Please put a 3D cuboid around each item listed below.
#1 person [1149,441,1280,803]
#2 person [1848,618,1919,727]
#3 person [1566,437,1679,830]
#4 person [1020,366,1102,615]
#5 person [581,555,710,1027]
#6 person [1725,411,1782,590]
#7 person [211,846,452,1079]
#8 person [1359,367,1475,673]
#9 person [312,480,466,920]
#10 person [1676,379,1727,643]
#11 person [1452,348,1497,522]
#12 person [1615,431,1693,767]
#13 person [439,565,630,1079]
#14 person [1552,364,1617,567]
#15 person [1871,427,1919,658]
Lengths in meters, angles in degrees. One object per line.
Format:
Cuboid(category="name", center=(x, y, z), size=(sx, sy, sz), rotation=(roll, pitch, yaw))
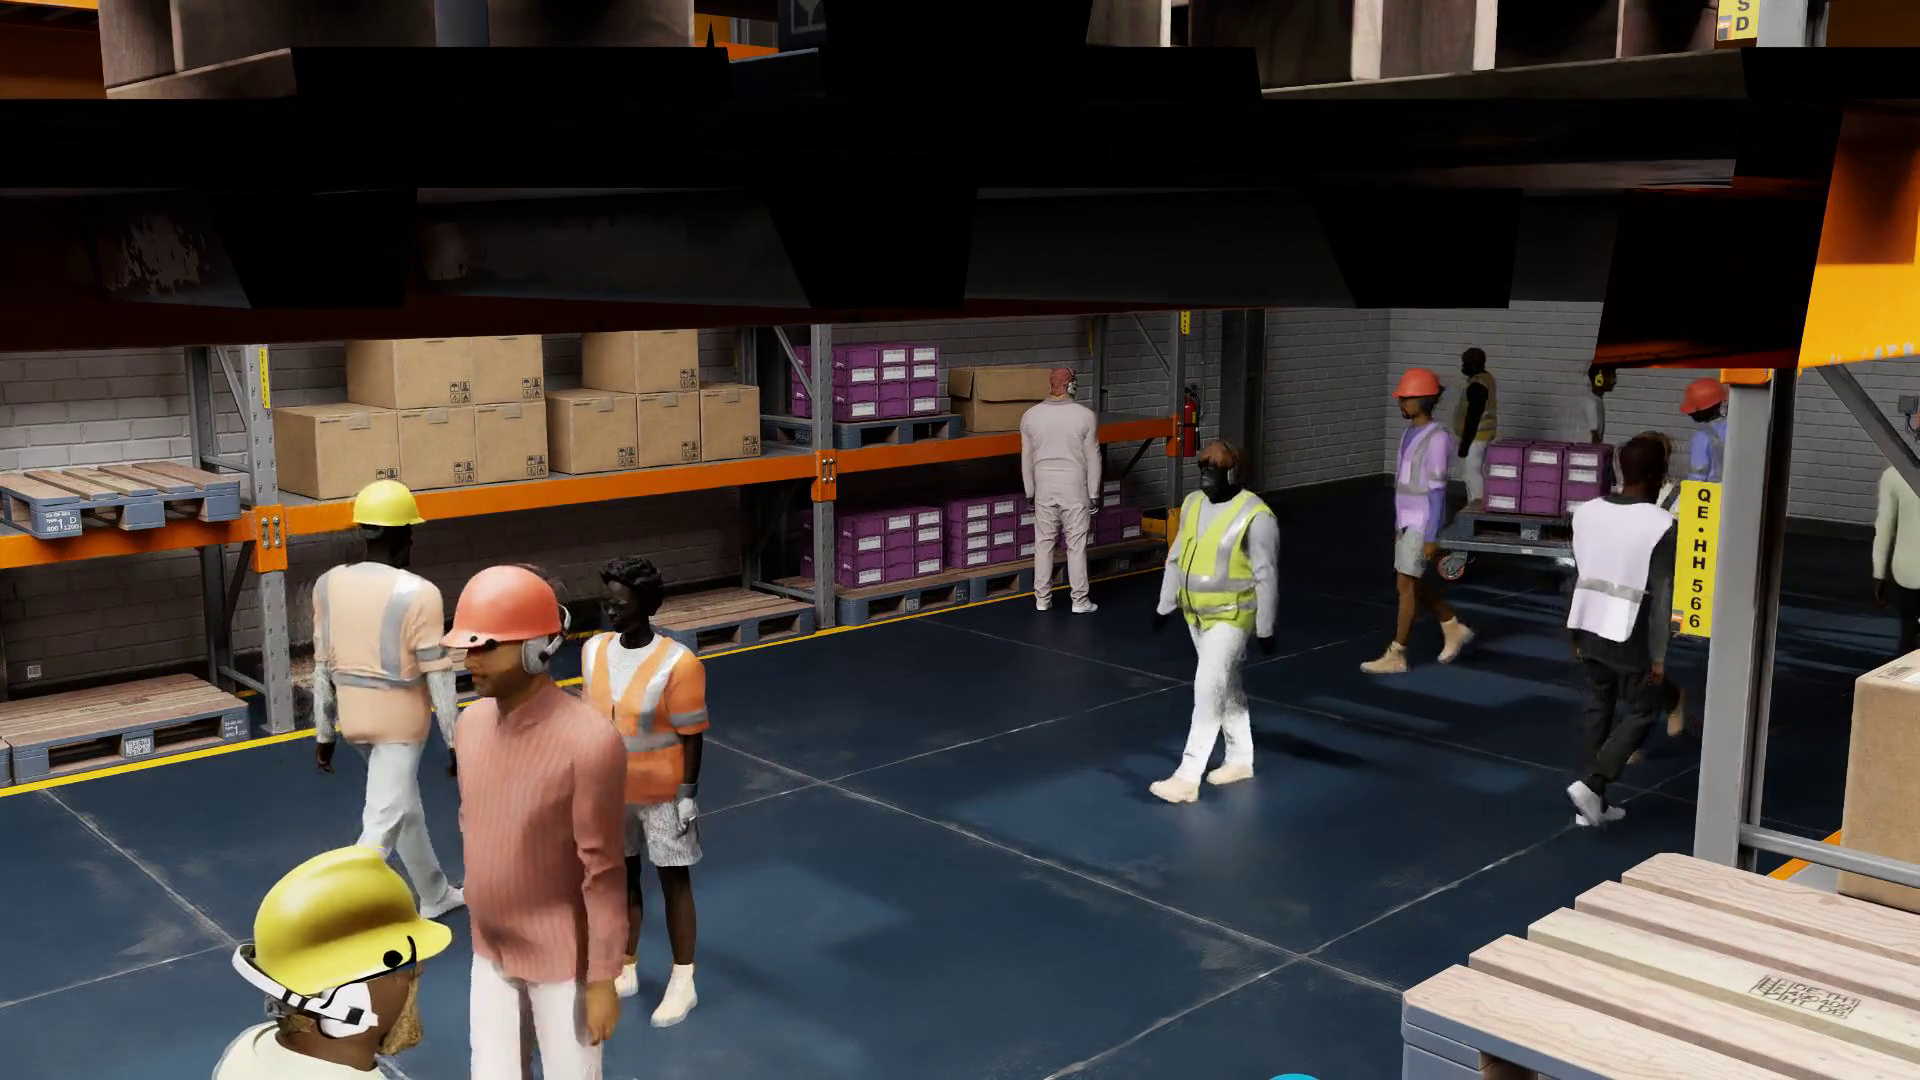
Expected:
Cuboid(category="person", center=(1.217, 0.409, 8.437), size=(0.885, 1.807, 0.633), rotation=(-5, 11, -28))
Cuboid(category="person", center=(5.462, 0.214, 9.097), size=(1.022, 1.964, 0.688), rotation=(1, 10, 7))
Cuboid(category="person", center=(3.088, 0.461, 7.865), size=(0.492, 1.897, 0.602), rotation=(-6, 11, -30))
Cuboid(category="person", center=(0.791, -0.374, 12.747), size=(0.639, 1.902, 0.406), rotation=(4, 11, 23))
Cuboid(category="person", center=(-1.135, 0.887, 5.946), size=(0.536, 1.696, 0.322), rotation=(5, 11, 27))
Cuboid(category="person", center=(6.514, -0.570, 13.880), size=(0.548, 1.909, 0.821), rotation=(-6, 11, -31))
Cuboid(category="person", center=(-0.960, 1.380, 2.667), size=(0.404, 1.834, 0.592), rotation=(-8, 13, -39))
Cuboid(category="person", center=(3.050, -0.118, 10.926), size=(0.711, 2.046, 0.631), rotation=(-1, 10, -4))
Cuboid(category="person", center=(-2.252, 0.707, 6.478), size=(0.607, 1.884, 0.990), rotation=(4, 11, 24))
Cuboid(category="person", center=(5.415, -0.214, 11.882), size=(0.683, 1.887, 0.371), rotation=(-5, 11, -28))
Cuboid(category="person", center=(5.199, -1.018, 16.802), size=(0.451, 1.819, 0.685), rotation=(4, 10, 21))
Cuboid(category="person", center=(3.775, 0.304, 9.043), size=(0.754, 1.827, 0.512), rotation=(-5, 11, -29))
Cuboid(category="person", center=(-1.035, 1.021, 4.342), size=(0.618, 1.979, 0.712), rotation=(6, 12, 33))
Cuboid(category="person", center=(5.595, -0.647, 14.516), size=(0.785, 1.835, 0.499), rotation=(5, 11, 28))
Cuboid(category="person", center=(5.494, 0.188, 9.375), size=(0.625, 1.954, 0.998), rotation=(9, 13, 42))
